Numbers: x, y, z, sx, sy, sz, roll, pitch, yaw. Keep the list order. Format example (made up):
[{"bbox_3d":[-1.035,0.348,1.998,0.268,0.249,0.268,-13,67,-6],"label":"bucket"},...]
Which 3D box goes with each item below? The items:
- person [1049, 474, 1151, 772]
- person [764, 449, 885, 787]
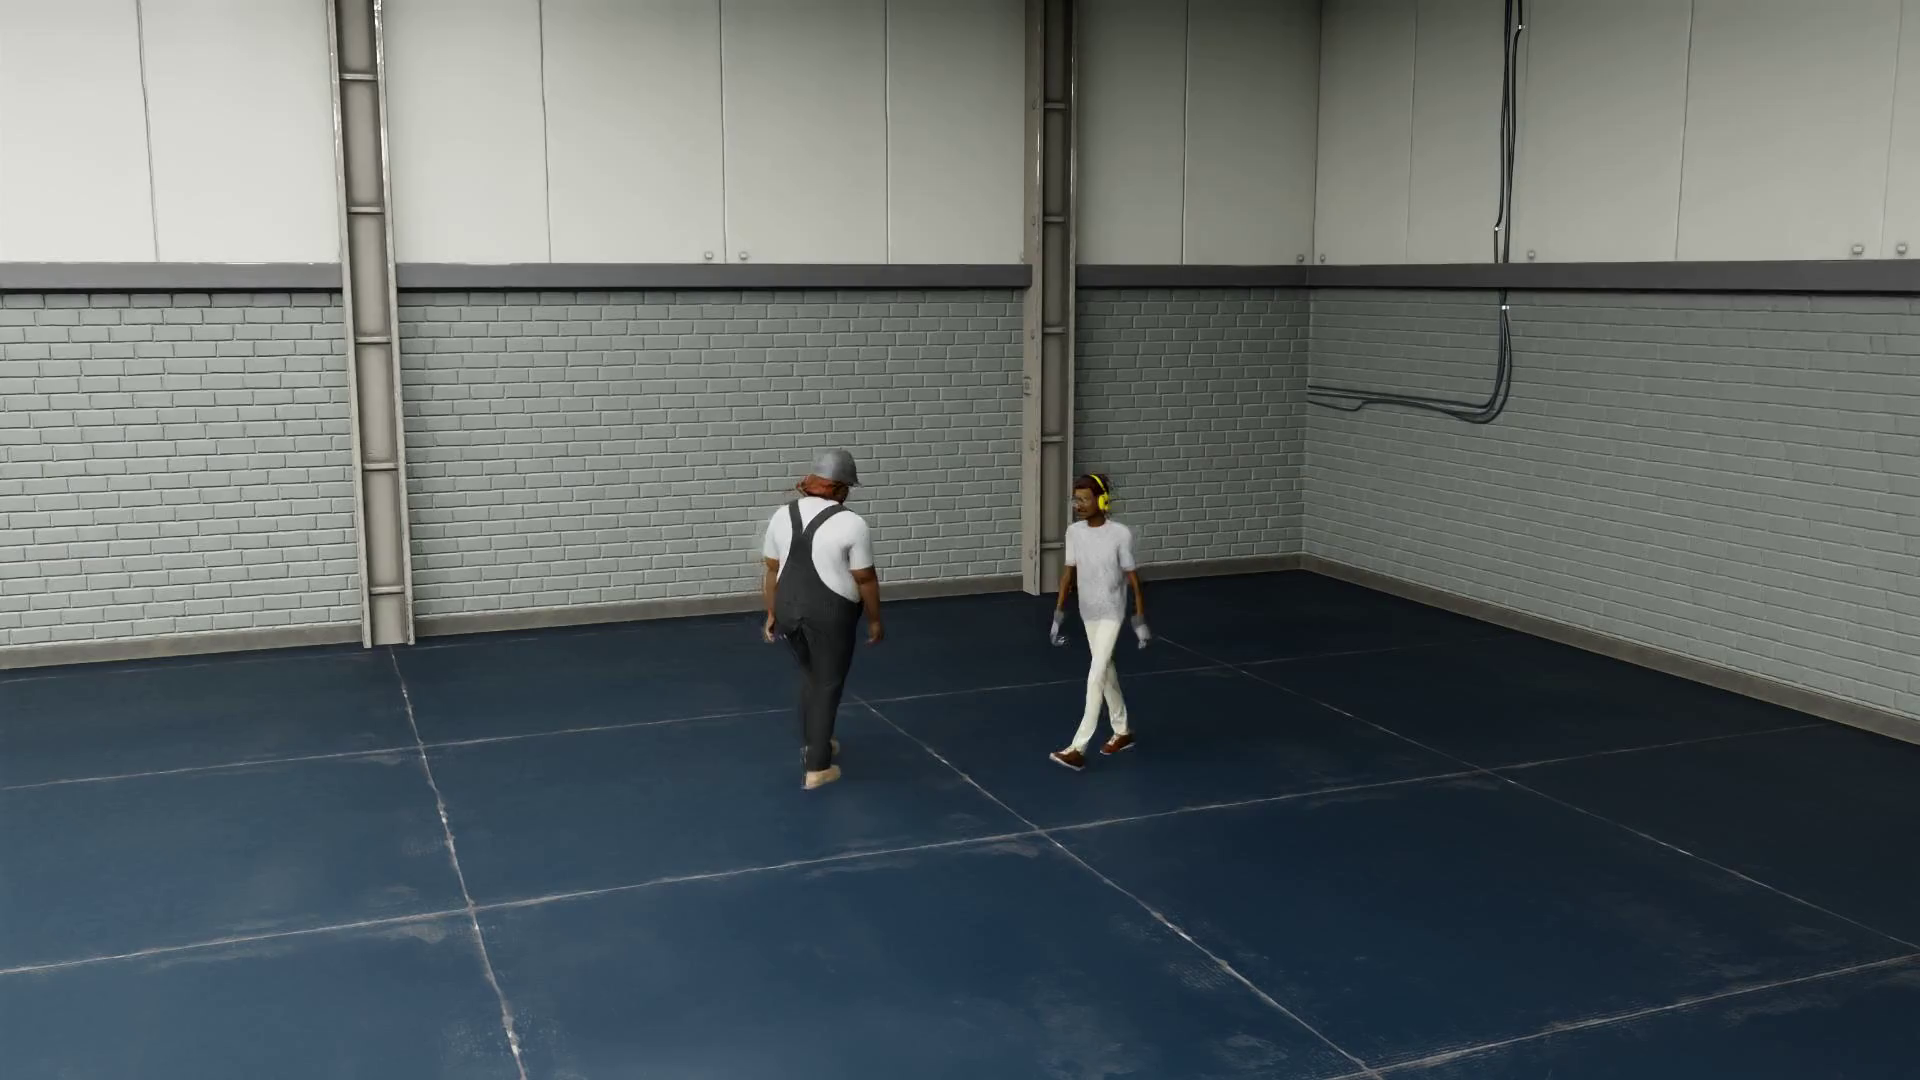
[{"bbox_3d":[0.822,0.501,10.269,0.548,1.811,0.970,9,13,44],"label":"person"},{"bbox_3d":[-0.788,0.423,10.062,0.713,2.000,0.803,6,11,31],"label":"person"}]
